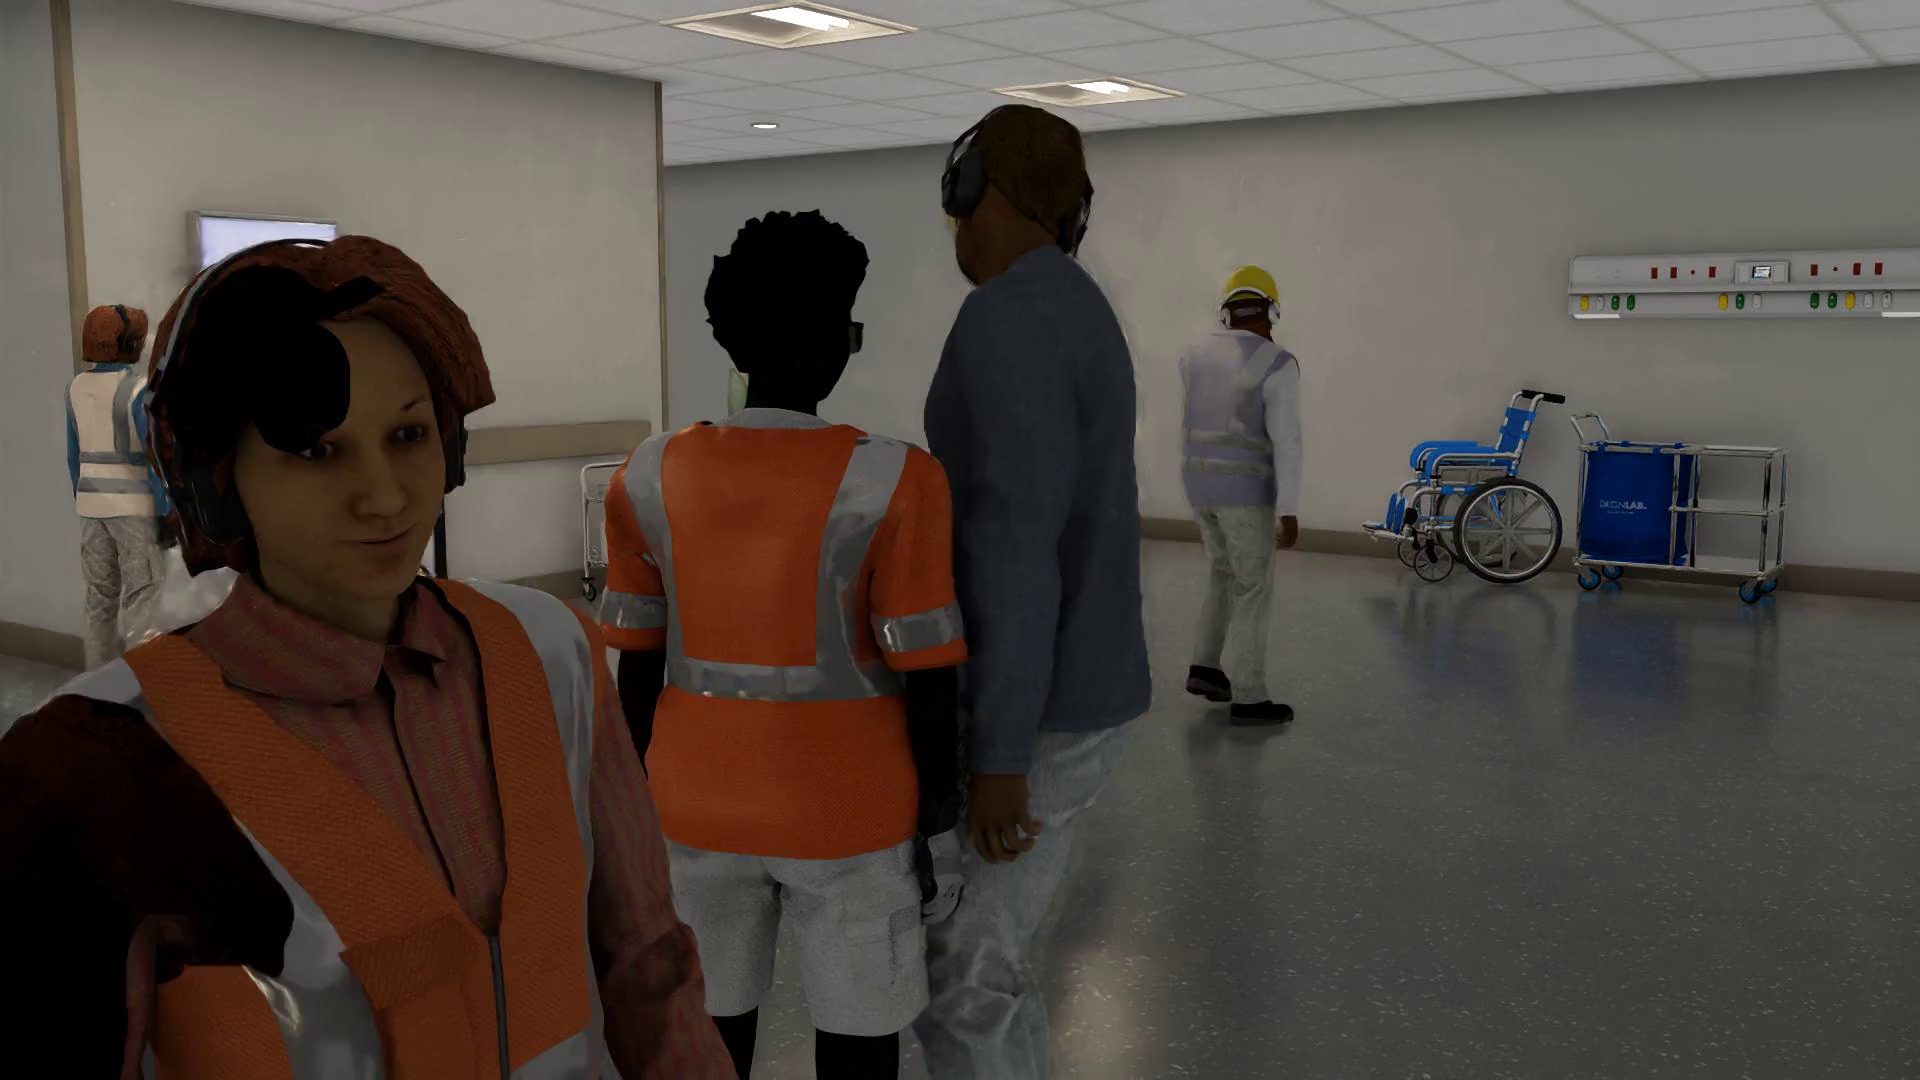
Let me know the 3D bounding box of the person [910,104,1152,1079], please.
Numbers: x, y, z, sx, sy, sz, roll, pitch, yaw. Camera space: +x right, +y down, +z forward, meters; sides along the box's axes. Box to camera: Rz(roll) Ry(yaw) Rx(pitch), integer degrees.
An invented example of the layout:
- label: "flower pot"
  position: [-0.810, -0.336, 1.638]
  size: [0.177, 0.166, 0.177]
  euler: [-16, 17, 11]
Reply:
- label: "person"
  position: [0.090, 0.280, 2.550]
  size: [0.409, 1.886, 0.690]
  euler: [1, 7, 6]

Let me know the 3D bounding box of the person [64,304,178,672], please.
- label: "person"
  position: [-3.251, -0.090, 6.471]
  size: [0.514, 1.641, 0.309]
  euler: [3, 8, 23]

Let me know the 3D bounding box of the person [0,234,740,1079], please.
- label: "person"
  position: [-0.399, 0.589, 1.208]
  size: [0.876, 1.589, 0.516]
  euler: [3, 8, 25]

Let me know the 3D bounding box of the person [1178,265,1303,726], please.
- label: "person"
  position: [1.118, -0.186, 6.616]
  size: [0.476, 1.792, 0.640]
  euler: [-5, 9, -36]

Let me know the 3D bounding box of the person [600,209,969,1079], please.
- label: "person"
  position: [-0.238, 0.394, 2.350]
  size: [0.541, 1.695, 0.315]
  euler: [3, 8, 19]
